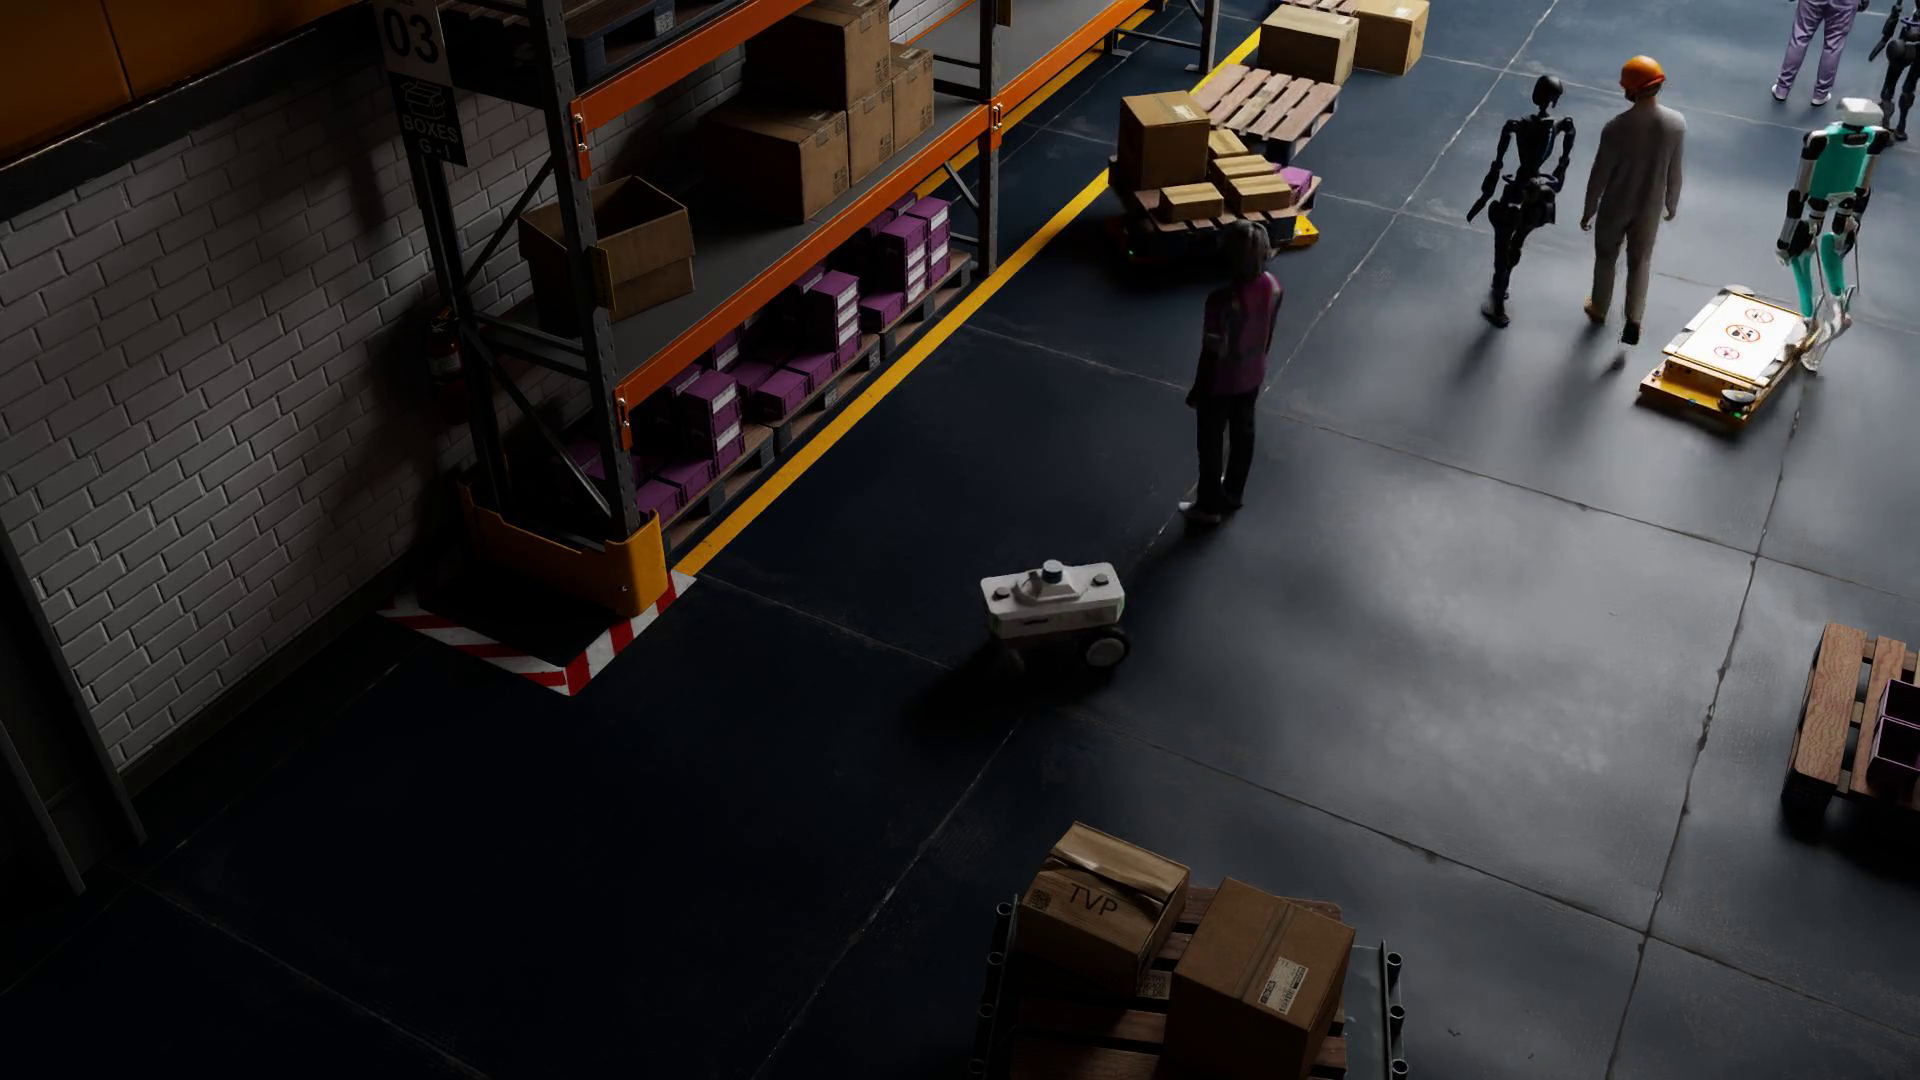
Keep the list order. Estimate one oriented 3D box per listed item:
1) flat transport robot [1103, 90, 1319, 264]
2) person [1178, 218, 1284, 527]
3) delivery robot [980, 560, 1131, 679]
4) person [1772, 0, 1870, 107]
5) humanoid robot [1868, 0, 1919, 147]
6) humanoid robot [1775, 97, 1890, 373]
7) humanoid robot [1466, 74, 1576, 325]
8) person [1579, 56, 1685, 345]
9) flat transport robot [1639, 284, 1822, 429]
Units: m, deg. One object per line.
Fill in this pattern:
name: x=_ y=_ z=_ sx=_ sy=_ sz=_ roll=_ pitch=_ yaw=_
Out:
flat transport robot: x=1.822 y=-2.306 z=12.102 sx=1.431 sy=0.231 sz=0.659 roll=-9 pitch=39 yaw=-11
person: x=1.472 y=-0.914 z=9.109 sx=0.512 sy=1.856 sz=0.360 roll=-22 pitch=43 yaw=-25
delivery robot: x=0.492 y=0.364 z=8.530 sx=0.759 sy=0.587 sz=0.525 roll=-7 pitch=39 yaw=-9
person: x=7.093 y=-4.488 z=13.520 sx=0.639 sy=1.910 sz=0.405 roll=18 pitch=42 yaw=21
humanoid robot: x=7.491 y=-3.899 z=12.994 sx=0.610 sy=1.658 sz=0.423 roll=-4 pitch=39 yaw=-5
humanoid robot: x=5.382 y=-1.785 z=10.257 sx=0.537 sy=1.768 sz=0.669 roll=-7 pitch=39 yaw=-9
humanoid robot: x=3.651 y=-2.245 z=10.902 sx=0.605 sy=1.644 sz=0.538 roll=-7 pitch=39 yaw=-9
person: x=4.291 y=-2.106 z=10.593 sx=0.623 sy=1.856 sz=0.701 roll=4 pitch=39 yaw=5
flat transport robot: x=4.996 y=-1.205 z=10.726 sx=0.659 sy=0.231 sz=1.431 roll=28 pitch=46 yaw=30
